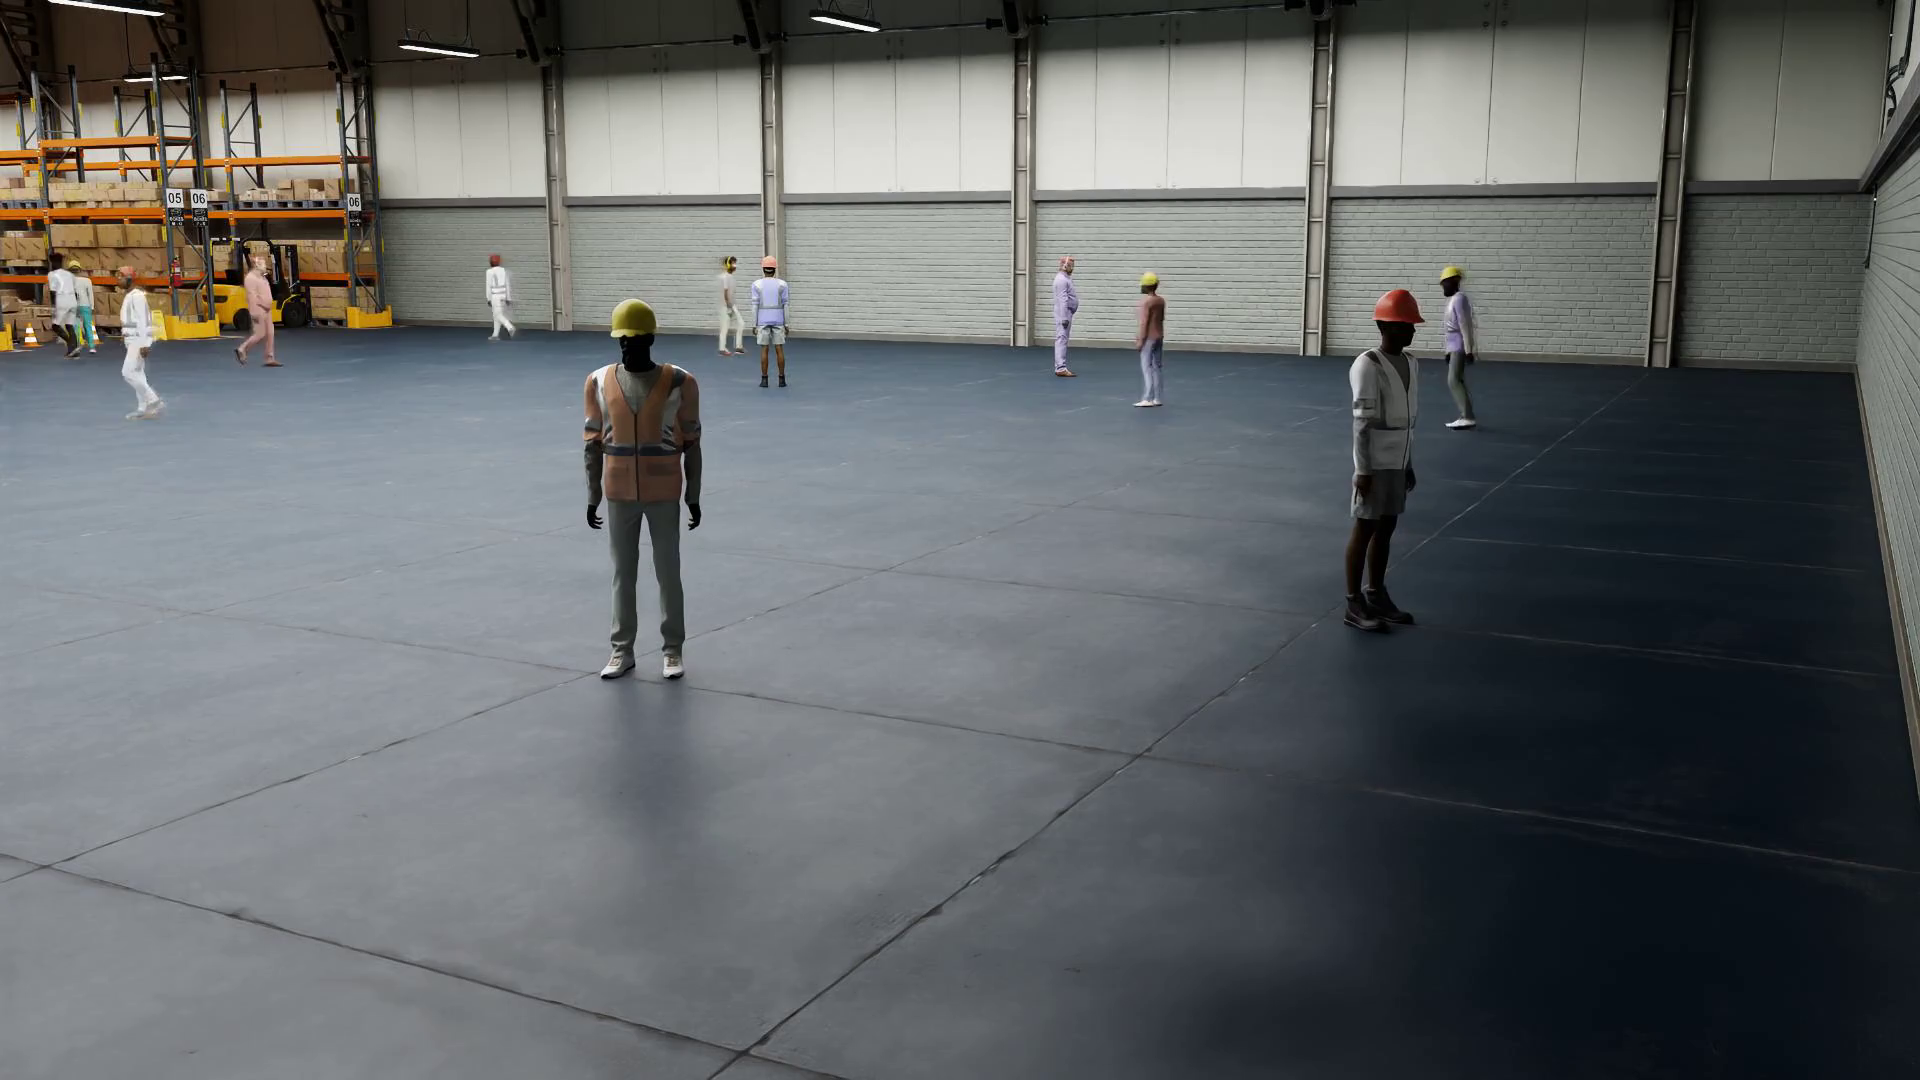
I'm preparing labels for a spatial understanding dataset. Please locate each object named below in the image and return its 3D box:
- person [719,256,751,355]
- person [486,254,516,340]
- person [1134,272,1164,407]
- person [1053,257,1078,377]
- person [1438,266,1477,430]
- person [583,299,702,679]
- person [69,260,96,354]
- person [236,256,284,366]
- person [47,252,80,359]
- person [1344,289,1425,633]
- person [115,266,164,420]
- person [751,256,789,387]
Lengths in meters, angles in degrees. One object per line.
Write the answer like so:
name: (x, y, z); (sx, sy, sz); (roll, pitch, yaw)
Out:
person: (-4.204, -4.353, 31.002); (0.720, 1.841, 0.573); (3, 11, 15)
person: (-9.816, -5.182, 35.534); (0.784, 1.860, 0.573); (5, 12, 27)
person: (2.495, -2.609, 21.769); (0.319, 1.755, 0.553); (7, 13, 35)
person: (1.683, -3.561, 26.544); (0.409, 1.903, 0.638); (0, 10, 1)
person: (5.778, -2.233, 19.357); (0.504, 1.877, 0.616); (2, 11, 13)
person: (-1.604, -0.248, 8.406); (0.596, 1.925, 0.372); (0, 10, 0)
person: (-16.719, -4.413, 31.564); (0.523, 1.767, 0.318); (-6, 12, -30)
person: (-11.974, -3.882, 28.338); (0.645, 1.884, 0.656); (0, 10, 2)
person: (-16.228, -4.231, 30.090); (0.461, 1.938, 0.637); (2, 11, 13)
person: (2.439, -0.452, 9.487); (0.546, 1.939, 0.375); (-9, 14, -42)
person: (-10.040, -2.385, 20.210); (0.414, 1.868, 0.611); (-8, 13, -35)
person: (-2.809, -3.226, 24.615); (0.549, 1.936, 0.376); (-2, 11, -11)
